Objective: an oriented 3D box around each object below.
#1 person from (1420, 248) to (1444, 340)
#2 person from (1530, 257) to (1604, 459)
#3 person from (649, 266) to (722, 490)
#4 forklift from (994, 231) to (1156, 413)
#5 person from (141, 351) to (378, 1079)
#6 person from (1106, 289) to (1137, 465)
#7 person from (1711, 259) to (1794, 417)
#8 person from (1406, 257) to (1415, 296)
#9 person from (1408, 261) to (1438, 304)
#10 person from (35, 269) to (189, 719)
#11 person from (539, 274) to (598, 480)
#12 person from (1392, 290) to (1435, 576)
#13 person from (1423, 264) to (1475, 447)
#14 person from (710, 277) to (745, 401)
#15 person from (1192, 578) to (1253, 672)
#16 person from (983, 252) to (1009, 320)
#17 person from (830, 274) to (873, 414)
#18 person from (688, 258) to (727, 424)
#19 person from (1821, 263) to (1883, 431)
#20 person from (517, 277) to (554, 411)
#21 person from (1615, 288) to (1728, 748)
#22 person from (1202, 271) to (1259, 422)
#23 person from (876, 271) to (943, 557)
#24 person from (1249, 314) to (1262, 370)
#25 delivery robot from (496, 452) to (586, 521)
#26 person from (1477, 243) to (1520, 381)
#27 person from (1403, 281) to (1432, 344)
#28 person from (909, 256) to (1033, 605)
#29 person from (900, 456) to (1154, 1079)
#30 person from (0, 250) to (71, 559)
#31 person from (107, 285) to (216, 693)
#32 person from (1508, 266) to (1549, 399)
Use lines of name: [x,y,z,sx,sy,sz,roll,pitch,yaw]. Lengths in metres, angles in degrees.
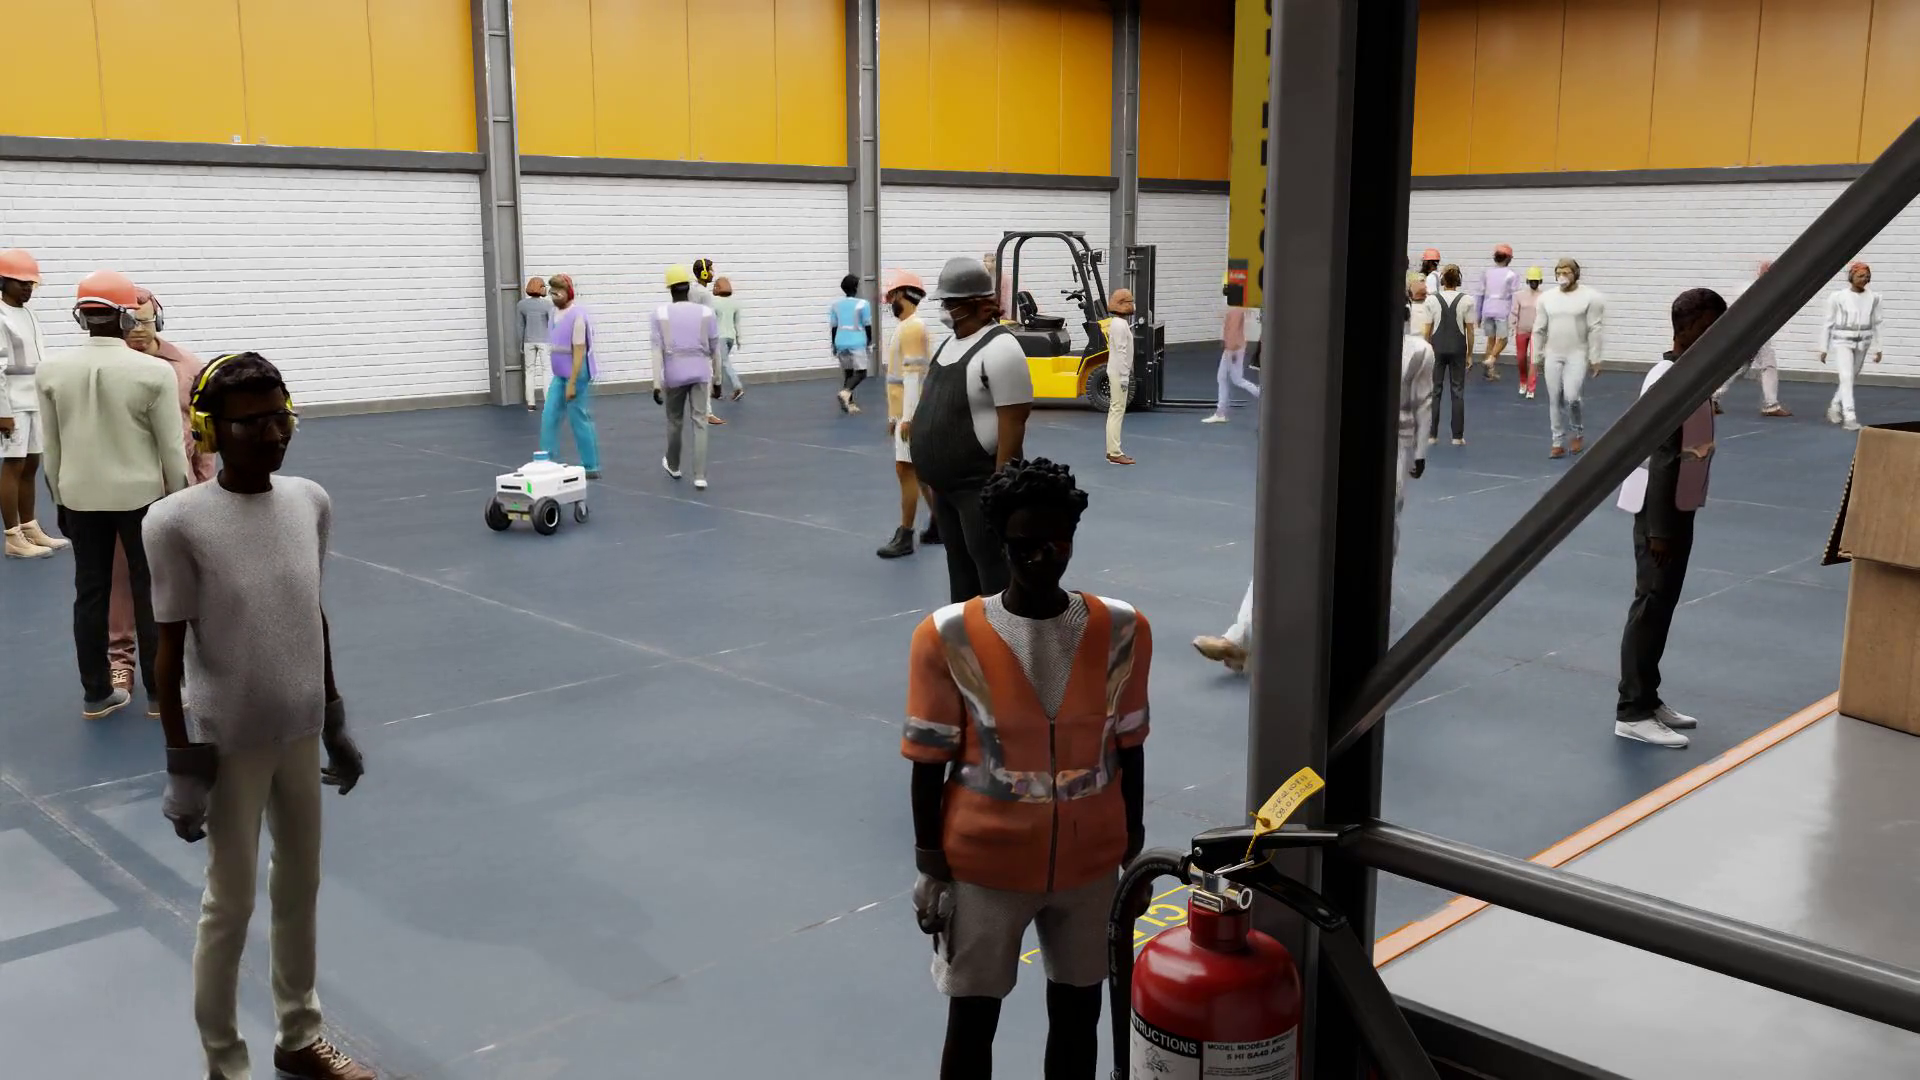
person: [6.907,-3.305,24.447,0.372,1.939,0.544,6,12,28]
person: [5.768,-1.729,15.879,0.658,1.924,0.435,8,13,38]
person: [-2.350,-1.396,14.228,0.627,1.859,1.015,-4,11,-19]
forklift: [1.222,-2.721,20.561,2.313,2.155,1.214,2,11,13]
person: [-1.662,0.484,3.975,0.310,1.868,0.533,5,12,27]
person: [1.513,-1.528,15.579,0.280,1.636,0.502,0,10,0]
person: [9.362,-2.385,19.679,0.972,1.863,0.665,2,11,11]
person: [6.885,-3.514,25.904,0.428,1.832,0.655,7,12,33]
person: [6.978,-3.390,25.269,0.515,1.816,0.655,3,11,18]
person: [-3.709,-0.191,7.355,0.607,1.987,0.408,-1,10,-6]
person: [-3.473,-1.373,14.291,0.800,1.796,0.652,-8,13,-38]
person: [2.442,-0.567,9.694,0.597,1.869,0.682,3,11,14]
person: [4.936,-1.863,16.838,0.506,1.846,0.346,3,11,18]
person: [-3.038,-2.604,21.554,0.804,1.599,0.500,9,14,40]
person: [1.617,-0.216,7.978,0.927,1.794,0.654,-3,11,-17]
person: [0.510,-3.580,26.115,0.895,1.875,0.640,-10,14,-42]
person: [-1.319,-2.303,19.670,0.540,1.677,0.608,5,12,27]
person: [-2.885,-2.235,18.826,0.328,1.861,0.514,-7,12,-32]
person: [9.928,-2.170,18.548,0.589,1.843,0.989,1,10,4]
person: [-5.118,-2.372,20.188,0.505,1.632,0.269,2,11,9]
person: [2.991,-0.103,7.051,0.369,1.913,0.597,6,12,30]
person: [3.178,-2.174,18.831,0.758,1.742,0.528,1,10,5]
person: [-0.296,-0.847,11.191,0.499,1.890,0.686,0,10,-1]
person: [5.032,-3.646,26.407,0.987,1.911,0.589,-2,11,-10]
delivery robot: [-3.048,-0.401,12.128,0.477,0.478,0.707,4,11,23]
person: [7.805,-3.304,24.241,0.618,2.012,0.692,9,14,41]
person: [5.053,-2.051,18.459,0.523,1.629,0.330,0,10,-2]
person: [0.019,-0.346,8.030,0.536,2.000,0.688,-5,12,-27]
person: [0.148,0.668,3.438,0.541,1.695,0.315,-3,11,-13]
person: [-6.215,-0.897,11.057,0.404,2.034,0.609,-1,10,-5]
person: [-3.806,-0.231,7.787,0.639,1.903,0.407,-7,13,-34]
person: [7.569,-2.763,22.052,0.517,1.732,0.794,5,11,25]
